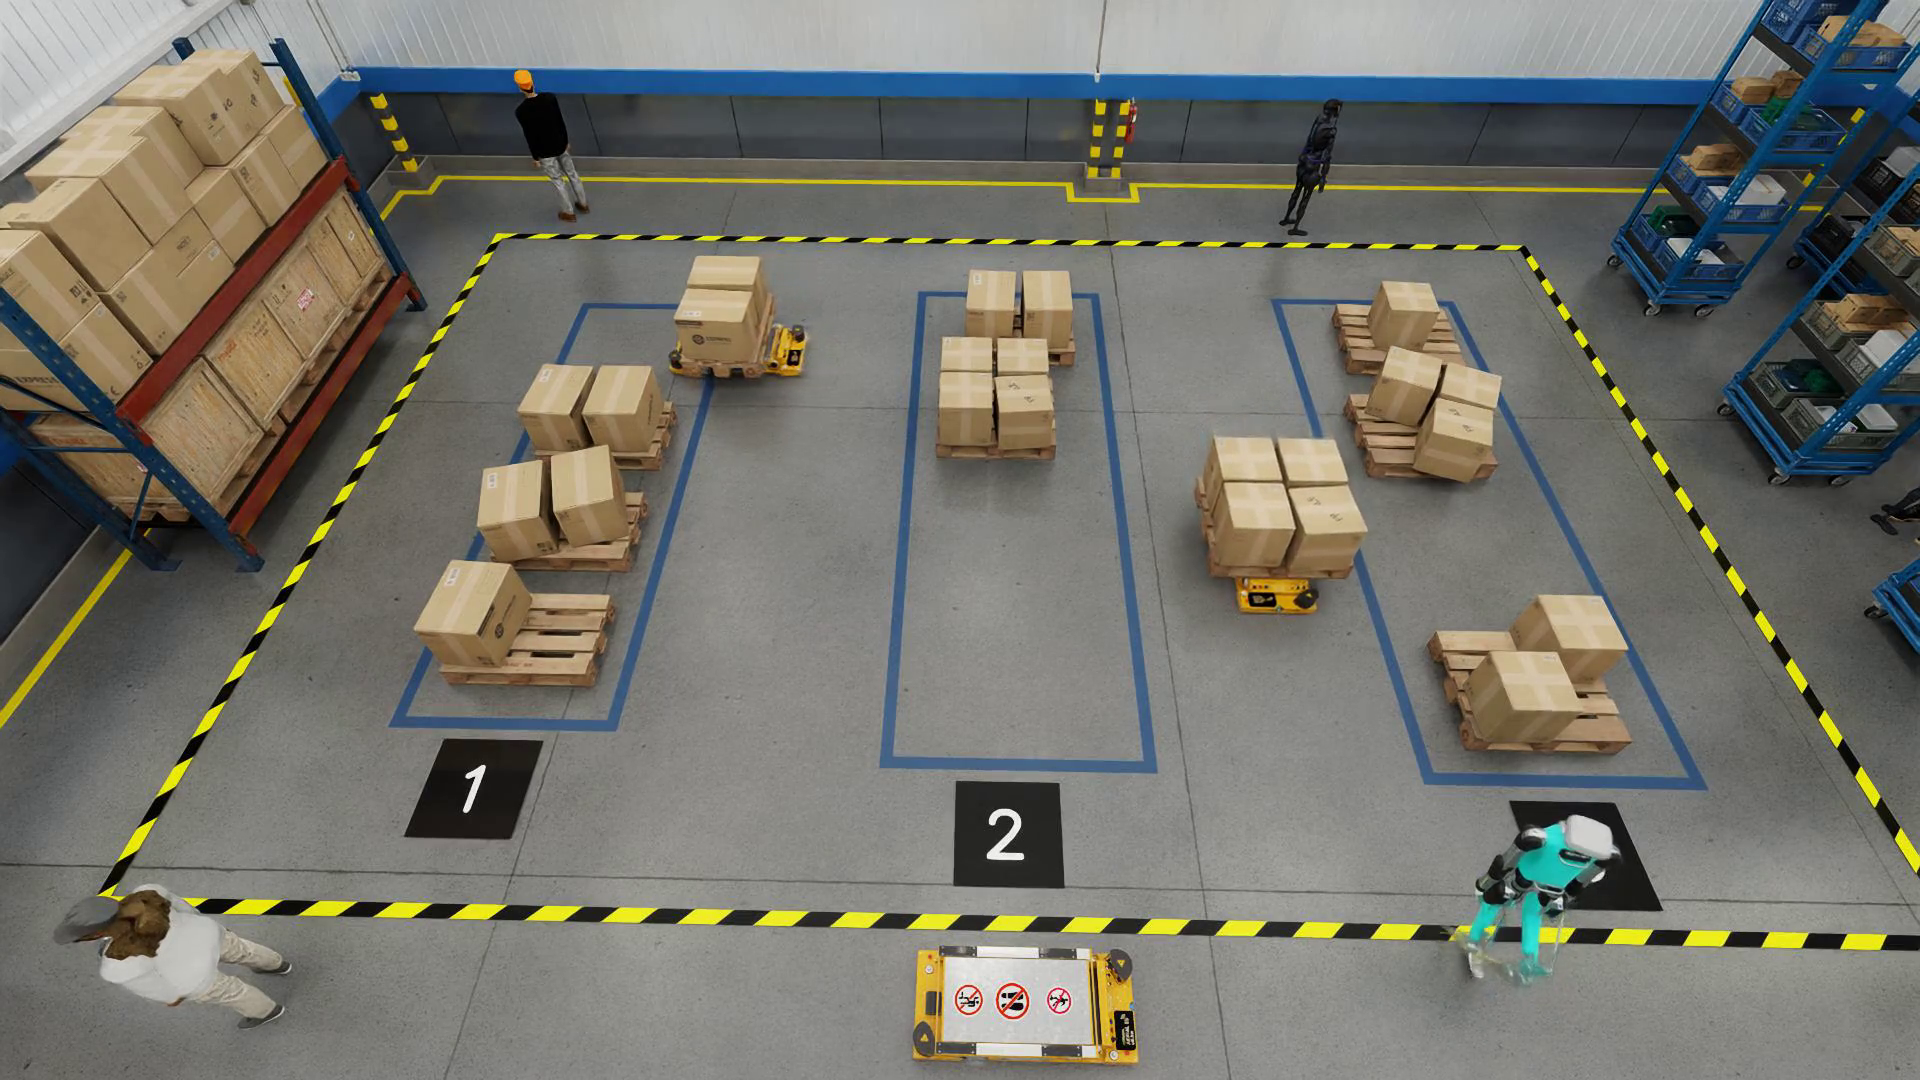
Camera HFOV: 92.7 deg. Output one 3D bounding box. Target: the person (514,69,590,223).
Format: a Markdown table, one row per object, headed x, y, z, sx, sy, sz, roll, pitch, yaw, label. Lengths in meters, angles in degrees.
| x | y | z | sx | sy | sz | roll | pitch | yaw | label |
| --- | --- | --- | --- | --- | --- | --- | --- | --- | --- |
| -5.111 | -4.887 | 11.431 | 0.384 | 1.879 | 0.585 | 28 | 56 | 21 | person |

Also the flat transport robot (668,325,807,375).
| x | y | z | sx | sy | sz | roll | pitch | yaw | label |
| --- | --- | --- | --- | --- | --- | --- | --- | --- | --- |
| -2.466 | -2.131 | 10.205 | 1.431 | 0.197 | 0.652 | 1 | 51 | 1 | flat transport robot |

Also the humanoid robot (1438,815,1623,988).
| x | y | z | sx | sy | sz | roll | pitch | yaw | label |
| --- | --- | --- | --- | --- | --- | --- | --- | --- | --- |
| 3.458 | 2.374 | 5.639 | 0.535 | 1.831 | 0.748 | 11 | 52 | 8 | humanoid robot |

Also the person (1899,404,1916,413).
| x | y | z | sx | sy | sz | roll | pitch | yaw | label |
| --- | --- | --- | --- | --- | --- | --- | --- | --- | --- |
| 10.002 | -2.044 | 9.085 | 0.593 | 1.919 | 0.667 | -36 | 59 | -26 | person |

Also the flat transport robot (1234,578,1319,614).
| x | y | z | sx | sy | sz | roll | pitch | yaw | label |
| --- | --- | --- | --- | --- | --- | --- | --- | --- | --- |
| 2.809 | 0.035 | 8.440 | 0.652 | 0.197 | 1.431 | 1 | 51 | 1 | flat transport robot |

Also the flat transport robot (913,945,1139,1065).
| x | y | z | sx | sy | sz | roll | pitch | yaw | label |
| --- | --- | --- | --- | --- | --- | --- | --- | --- | --- |
| 0.422 | 3.041 | 6.007 | 1.431 | 0.231 | 0.659 | 1 | 51 | 1 | flat transport robot |

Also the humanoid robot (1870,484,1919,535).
| x | y | z | sx | sy | sz | roll | pitch | yaw | label |
| --- | --- | --- | --- | --- | --- | --- | --- | --- | --- |
| 8.957 | -0.711 | 8.147 | 0.599 | 1.657 | 0.315 | -24 | 55 | -18 | humanoid robot |

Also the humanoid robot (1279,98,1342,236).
| x | y | z | sx | sy | sz | roll | pitch | yaw | label |
| --- | --- | --- | --- | --- | --- | --- | --- | --- | --- |
| 4.353 | -4.615 | 11.328 | 0.315 | 1.659 | 0.599 | -7 | 51 | -6 | humanoid robot |

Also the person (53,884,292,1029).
| x | y | z | sx | sy | sz | roll | pitch | yaw | label |
| --- | --- | --- | --- | --- | --- | --- | --- | --- | --- |
| -4.617 | 2.492 | 5.486 | 0.396 | 1.769 | 0.564 | -10 | 52 | -8 | person |

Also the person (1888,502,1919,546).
| x | y | z | sx | sy | sz | roll | pitch | yaw | label |
| --- | --- | --- | --- | --- | --- | --- | --- | --- | --- |
| 9.111 | -0.698 | 7.960 | 0.368 | 1.965 | 0.601 | -6 | 51 | -5 | person |
